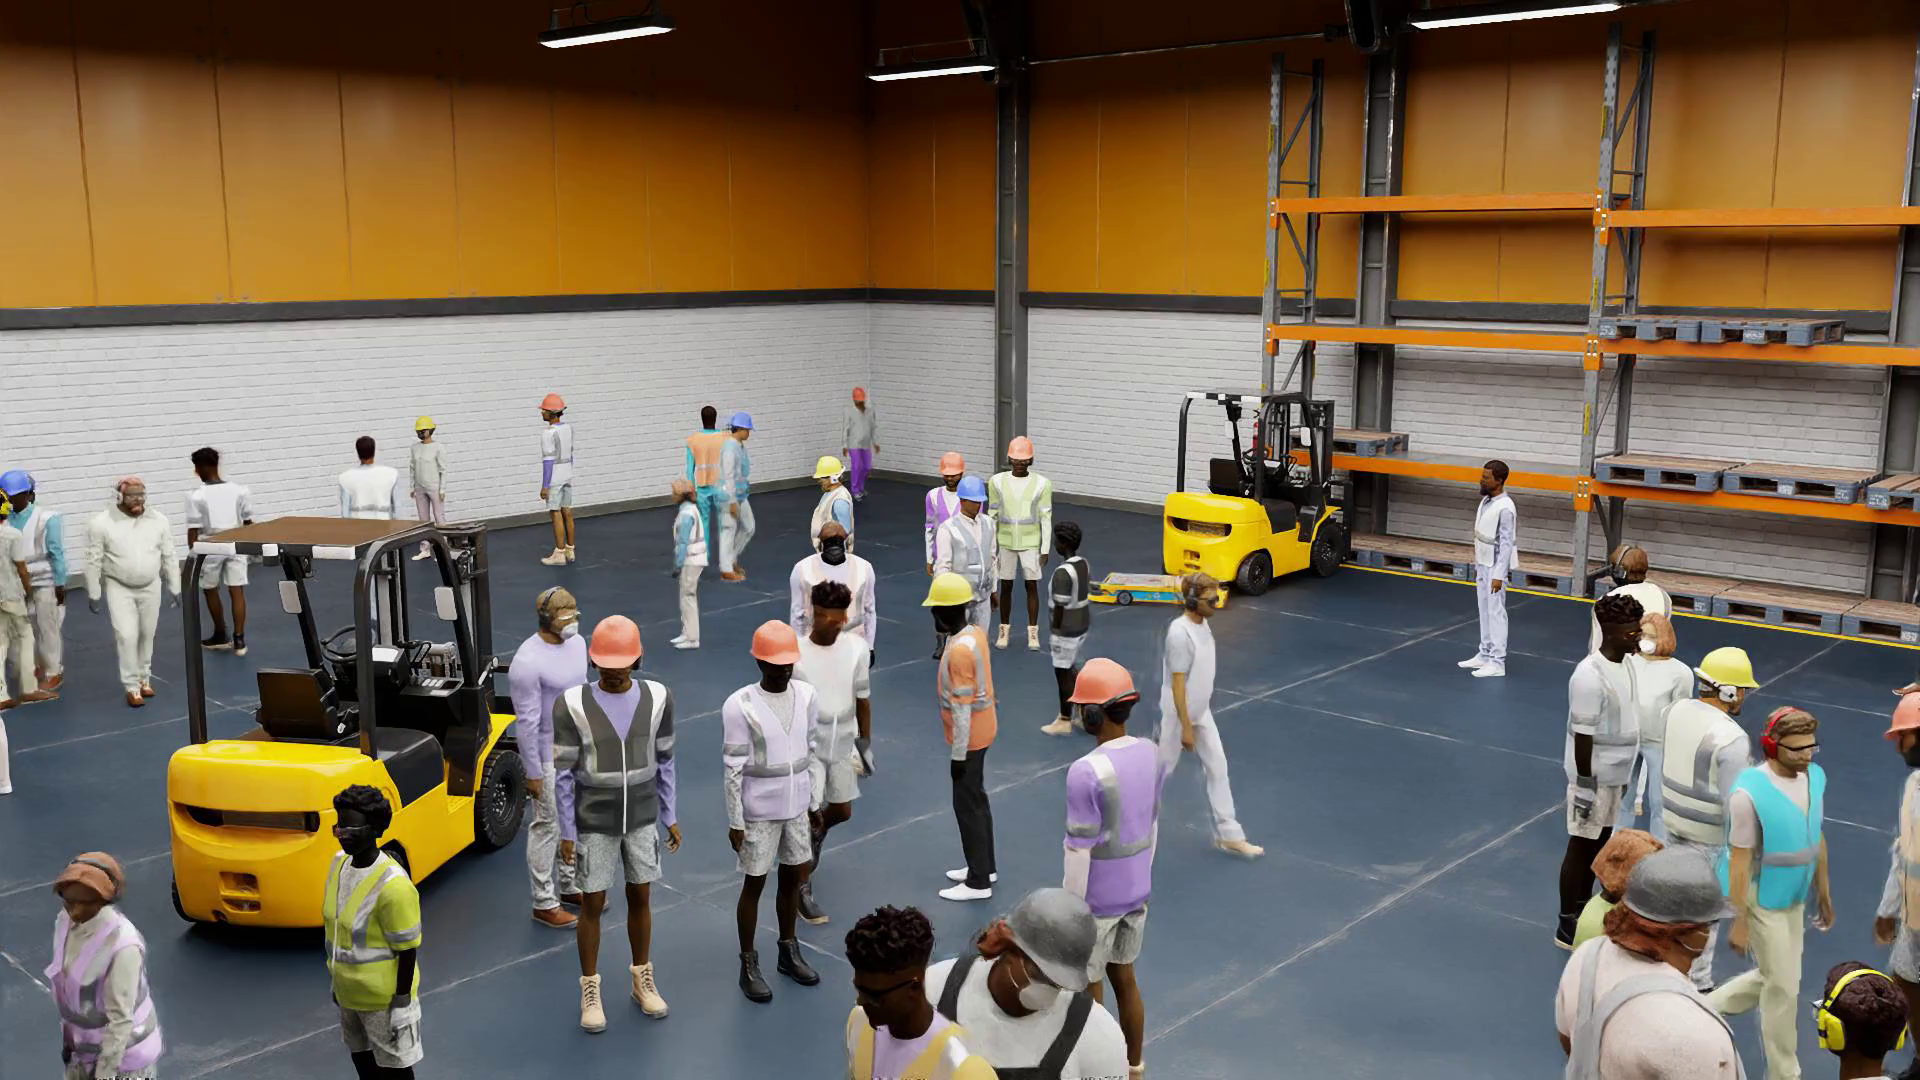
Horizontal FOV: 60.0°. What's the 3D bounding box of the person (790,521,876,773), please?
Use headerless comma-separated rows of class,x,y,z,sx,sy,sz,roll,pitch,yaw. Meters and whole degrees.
person,-0.899,0.773,11.912,0.624,1.845,0.430,-2,10,-13

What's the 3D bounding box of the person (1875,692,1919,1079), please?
person,4.125,1.605,7.051,0.400,1.892,0.671,0,10,2

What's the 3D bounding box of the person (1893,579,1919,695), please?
person,8.082,0.428,13.781,0.328,1.876,0.514,0,10,-1

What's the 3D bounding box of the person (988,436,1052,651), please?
person,0.552,0.038,15.556,0.608,2.036,0.409,2,10,10

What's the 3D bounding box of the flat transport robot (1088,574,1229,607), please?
flat transport robot,2.122,0.528,17.767,1.431,0.197,0.652,2,10,14

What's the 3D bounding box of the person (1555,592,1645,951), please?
person,3.441,1.236,8.916,0.366,1.964,0.610,8,13,39

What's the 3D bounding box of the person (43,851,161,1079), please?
person,-3.167,1.905,6.104,0.557,1.617,0.386,8,13,37

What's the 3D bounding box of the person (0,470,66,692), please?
person,-7.859,0.357,14.036,0.644,1.922,0.476,0,10,-3

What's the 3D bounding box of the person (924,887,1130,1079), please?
person,0.097,1.911,4.865,0.773,2.000,0.540,3,10,15

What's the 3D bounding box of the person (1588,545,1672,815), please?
person,4.350,0.940,10.959,0.626,1.844,0.429,-6,11,-29

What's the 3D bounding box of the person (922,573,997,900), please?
person,-0.003,1.133,9.687,0.434,1.911,0.594,1,10,4

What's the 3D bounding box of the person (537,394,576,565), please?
person,-4.818,-0.721,19.829,0.365,2.048,0.607,3,10,15

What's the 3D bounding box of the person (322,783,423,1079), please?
person,-2.324,1.782,6.568,0.540,1.699,0.314,8,13,39

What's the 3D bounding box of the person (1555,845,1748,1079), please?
person,2.103,1.887,4.999,0.535,2.000,0.680,-1,10,-5

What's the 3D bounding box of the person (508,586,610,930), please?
person,-2.241,1.198,9.255,0.382,1.930,0.636,3,11,19

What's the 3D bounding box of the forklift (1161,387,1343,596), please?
forklift,3.298,-0.608,18.767,1.214,2.155,2.313,9,13,42

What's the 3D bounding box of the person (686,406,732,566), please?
person,-2.943,-0.633,19.730,0.590,1.911,0.401,-2,10,-13

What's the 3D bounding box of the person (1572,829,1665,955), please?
person,2.477,1.865,6.320,0.500,1.623,0.305,-8,13,-39

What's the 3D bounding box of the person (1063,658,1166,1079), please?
person,0.622,1.511,7.195,0.409,2.028,0.613,8,13,38

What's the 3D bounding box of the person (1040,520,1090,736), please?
person,0.833,0.688,12.836,0.368,1.691,0.536,4,11,23

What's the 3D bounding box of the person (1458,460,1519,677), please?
person,4.707,0.244,14.694,0.392,1.922,0.590,0,10,-2

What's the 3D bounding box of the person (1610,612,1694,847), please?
person,4.079,1.227,9.910,0.287,1.635,0.499,-9,14,-43

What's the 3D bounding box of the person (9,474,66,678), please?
person,-8.132,0.325,14.519,0.512,1.823,0.640,4,11,21

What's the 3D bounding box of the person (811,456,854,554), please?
person,-1.206,0.110,15.735,0.403,1.825,0.586,-3,10,-15

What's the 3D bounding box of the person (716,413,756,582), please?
person,-2.535,-0.474,18.801,0.443,1.917,0.668,2,10,11

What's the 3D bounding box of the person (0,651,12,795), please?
person,-6.704,0.854,11.243,0.385,1.919,0.583,-1,10,-5

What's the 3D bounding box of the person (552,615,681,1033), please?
person,-1.646,1.354,8.050,0.605,2.036,0.393,-5,11,-27

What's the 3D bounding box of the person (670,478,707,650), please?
person,-2.561,0.217,15.687,0.343,1.627,0.525,-2,10,-10

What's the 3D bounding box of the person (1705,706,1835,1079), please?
person,3.572,1.592,7.358,0.599,1.810,0.675,-7,12,-36

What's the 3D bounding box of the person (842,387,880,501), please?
person,-1.532,-1.447,24.896,0.609,1.720,0.607,-7,12,-36

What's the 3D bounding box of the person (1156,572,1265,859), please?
person,1.403,1.071,10.367,0.982,1.795,0.514,6,12,33

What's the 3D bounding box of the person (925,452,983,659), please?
person,-0.059,0.148,15.217,0.543,1.931,0.387,2,10,13

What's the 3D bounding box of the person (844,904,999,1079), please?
person,-0.131,1.975,4.768,0.413,1.949,0.625,-7,12,-35

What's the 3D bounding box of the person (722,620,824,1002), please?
person,-0.917,1.345,8.381,0.551,1.934,0.372,-8,13,-39

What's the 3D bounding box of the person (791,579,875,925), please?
person,-0.848,1.147,9.527,0.628,1.938,0.726,-6,12,-30

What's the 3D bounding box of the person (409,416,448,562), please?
person,-6.409,-0.617,20.043,0.525,1.769,0.310,4,11,20

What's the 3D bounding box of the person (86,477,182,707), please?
person,-6.802,0.422,13.762,0.691,1.886,0.769,-9,14,-43

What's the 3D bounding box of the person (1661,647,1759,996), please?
person,3.722,1.421,8.299,0.403,1.817,0.601,-2,10,-11

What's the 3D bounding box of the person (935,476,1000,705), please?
person,0.075,0.435,13.574,0.600,1.940,0.407,-9,13,-42

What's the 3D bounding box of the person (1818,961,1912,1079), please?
person,2.394,2.060,4.541,0.510,1.861,0.324,-2,10,-11

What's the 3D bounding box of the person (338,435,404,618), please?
person,-5.910,-0.103,16.740,0.603,1.900,0.716,-3,10,-14

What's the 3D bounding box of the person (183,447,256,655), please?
person,-6.866,0.092,15.499,0.714,1.936,0.586,-9,13,-42

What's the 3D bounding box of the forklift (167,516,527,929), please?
forklift,-3.583,0.976,9.748,1.214,2.155,2.313,2,10,11

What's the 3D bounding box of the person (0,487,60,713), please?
person,-7.788,0.479,13.595,0.573,1.848,0.567,1,10,7
